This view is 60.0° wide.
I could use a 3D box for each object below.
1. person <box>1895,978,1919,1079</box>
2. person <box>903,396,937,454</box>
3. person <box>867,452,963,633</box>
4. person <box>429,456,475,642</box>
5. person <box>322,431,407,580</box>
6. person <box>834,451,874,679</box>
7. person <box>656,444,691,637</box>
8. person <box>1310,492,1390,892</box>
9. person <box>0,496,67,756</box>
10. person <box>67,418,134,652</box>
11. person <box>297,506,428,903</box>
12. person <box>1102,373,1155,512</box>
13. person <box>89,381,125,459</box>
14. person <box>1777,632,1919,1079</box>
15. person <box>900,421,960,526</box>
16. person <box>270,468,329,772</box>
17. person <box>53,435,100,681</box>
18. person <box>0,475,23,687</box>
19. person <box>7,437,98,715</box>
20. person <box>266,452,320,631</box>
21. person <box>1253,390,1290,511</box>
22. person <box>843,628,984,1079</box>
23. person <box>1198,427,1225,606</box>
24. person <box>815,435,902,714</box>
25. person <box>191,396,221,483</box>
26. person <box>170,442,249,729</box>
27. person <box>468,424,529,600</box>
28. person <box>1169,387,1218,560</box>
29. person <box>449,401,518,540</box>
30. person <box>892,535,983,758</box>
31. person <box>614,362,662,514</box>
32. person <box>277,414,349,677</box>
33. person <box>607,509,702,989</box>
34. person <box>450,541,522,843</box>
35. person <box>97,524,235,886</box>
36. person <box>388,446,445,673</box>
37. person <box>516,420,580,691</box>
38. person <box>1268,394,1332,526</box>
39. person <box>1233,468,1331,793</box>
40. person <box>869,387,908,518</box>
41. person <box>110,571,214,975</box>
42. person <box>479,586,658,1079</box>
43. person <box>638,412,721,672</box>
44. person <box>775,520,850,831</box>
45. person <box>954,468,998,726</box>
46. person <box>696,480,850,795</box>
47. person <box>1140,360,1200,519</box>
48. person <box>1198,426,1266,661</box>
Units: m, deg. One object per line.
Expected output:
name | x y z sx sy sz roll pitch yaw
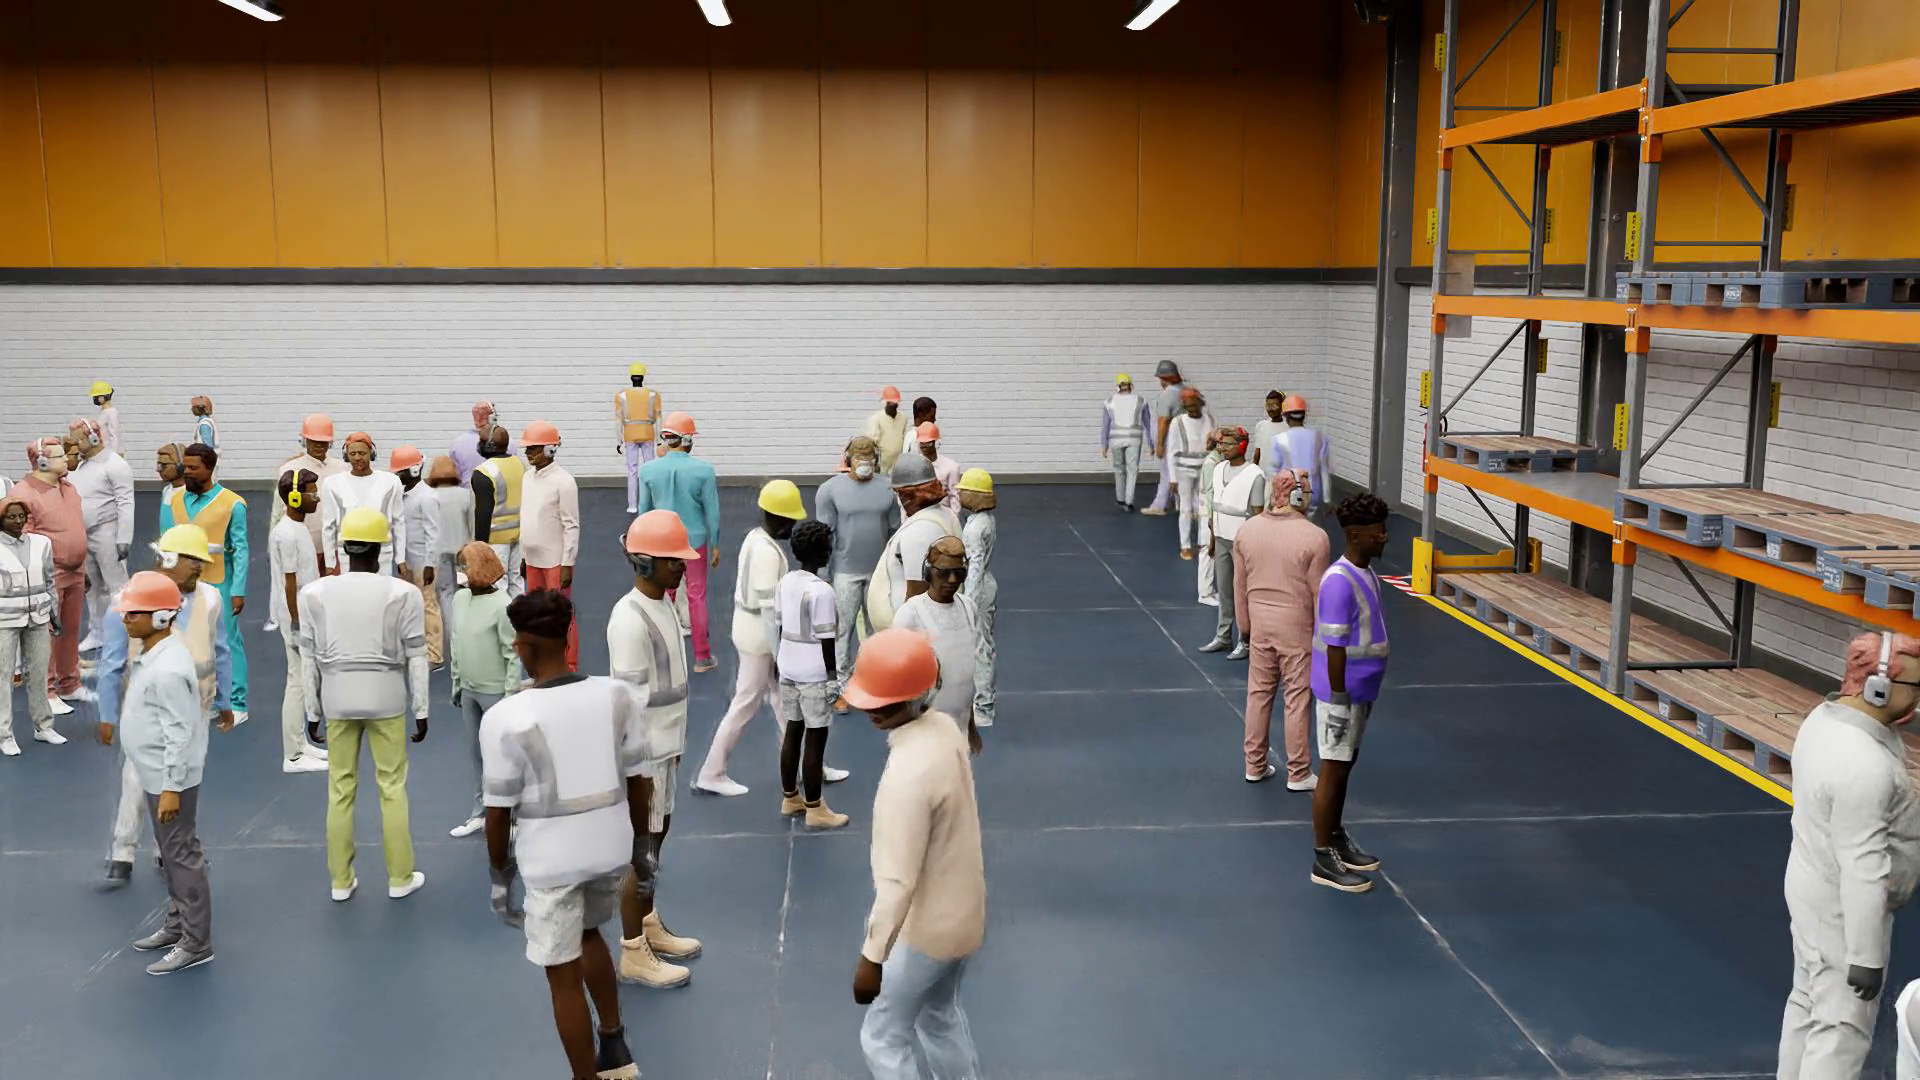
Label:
person | 2.297 1.554 3.532 0.974 1.833 0.584 -5 10 -29
person | -0.381 -0.370 15.375 0.378 1.913 0.598 0 9 -3
person | -0.266 0.493 9.561 0.535 2.000 0.673 2 9 15
person | -4.094 0.117 13.364 0.507 1.582 0.889 -4 10 -24
person | -4.382 0.141 12.261 0.584 1.882 0.344 -3 10 -20
person | -0.763 0.192 12.349 0.334 1.749 0.575 -1 9 -4
person | -2.377 0.001 13.915 0.310 1.636 0.523 -3 10 -19
person | 1.939 0.735 8.282 0.372 1.962 0.608 4 10 25
person | -5.978 0.532 10.570 0.306 1.640 0.521 5 10 30
person | -6.877 -0.021 13.238 0.651 1.898 0.401 4 10 23
person | -2.881 0.793 8.085 0.590 1.918 0.421 -1 9 -8
person | 2.159 -1.258 21.396 0.646 1.782 0.892 2 9 12
person | -10.247 -1.028 20.011 0.339 1.761 0.524 -8 12 -40
person | 2.914 1.226 5.431 0.398 1.896 0.652 3 9 17
person | -0.279 -0.167 14.603 0.561 1.753 0.331 3 9 15
person | -4.025 0.491 10.163 0.328 1.861 0.504 -2 9 -12
person | -6.727 0.129 12.499 0.335 1.838 0.508 -4 10 -25
person | -7.067 0.181 12.016 0.347 1.882 0.584 2 9 12
person | -6.276 0.240 11.561 0.409 1.911 0.649 1 9 5
person | -5.553 0.028 13.958 0.541 1.570 0.923 -8 12 -42
person | 3.193 -0.586 16.876 0.538 1.869 0.313 6 11 33
person | -0.133 1.220 5.315 0.430 1.951 0.632 2 9 12
person | 2.341 -0.219 15.295 0.309 1.636 0.522 3 9 16
person | -0.685 0.234 11.523 0.635 1.933 0.361 -3 10 -21
person | -8.710 -0.849 19.243 0.309 1.639 0.523 -4 10 -23
person | -5.020 0.301 11.144 0.588 1.922 0.391 3 10 18
person | -3.709 -0.009 13.330 0.429 1.847 0.625 3 9 17
person | 2.456 -0.699 17.616 0.599 1.854 0.481 -3 9 -16
person | -4.232 -0.301 14.978 0.642 1.907 0.410 1 9 5
person | -0.092 0.884 7.735 0.350 1.842 0.506 8 12 43
person | -4.079 -1.290 21.117 0.590 1.926 0.388 -2 9 -13
person | -4.838 0.037 12.590 0.391 1.989 0.610 6 11 32
person | -1.291 0.879 7.141 0.395 2.038 0.615 0 9 1
person | -2.528 0.810 8.847 0.508 1.632 0.264 7 11 36
person | -3.953 0.825 8.303 0.404 1.779 0.687 7 12 38
person | -4.160 0.146 12.671 0.337 1.742 0.571 -8 12 -42
person | -2.974 0.133 11.967 0.611 1.995 0.381 8 12 40
person | 3.182 -0.409 15.674 0.591 1.897 0.639 -1 9 -5
person | 1.924 0.526 9.785 0.651 1.904 0.409 9 12 43
person | -0.813 -0.967 19.774 0.591 1.697 0.907 -7 11 -36
person | -3.485 0.999 7.272 0.322 1.755 0.563 -6 11 -33
person | -1.392 1.130 5.928 0.625 1.929 0.533 -9 12 -43
person | -2.127 0.022 12.670 0.624 1.990 0.379 1 9 4
person | -0.822 0.733 9.134 0.318 1.695 0.540 -6 11 -34
person | 0.104 0.381 11.192 0.288 1.746 0.487 1 9 7
person | -1.129 0.568 9.657 0.904 1.872 0.662 -1 9 -8
person | 2.724 -1.276 20.671 0.937 2.000 0.688 4 10 26
person | 2.184 0.019 13.147 0.390 1.846 0.565 -6 11 -31
